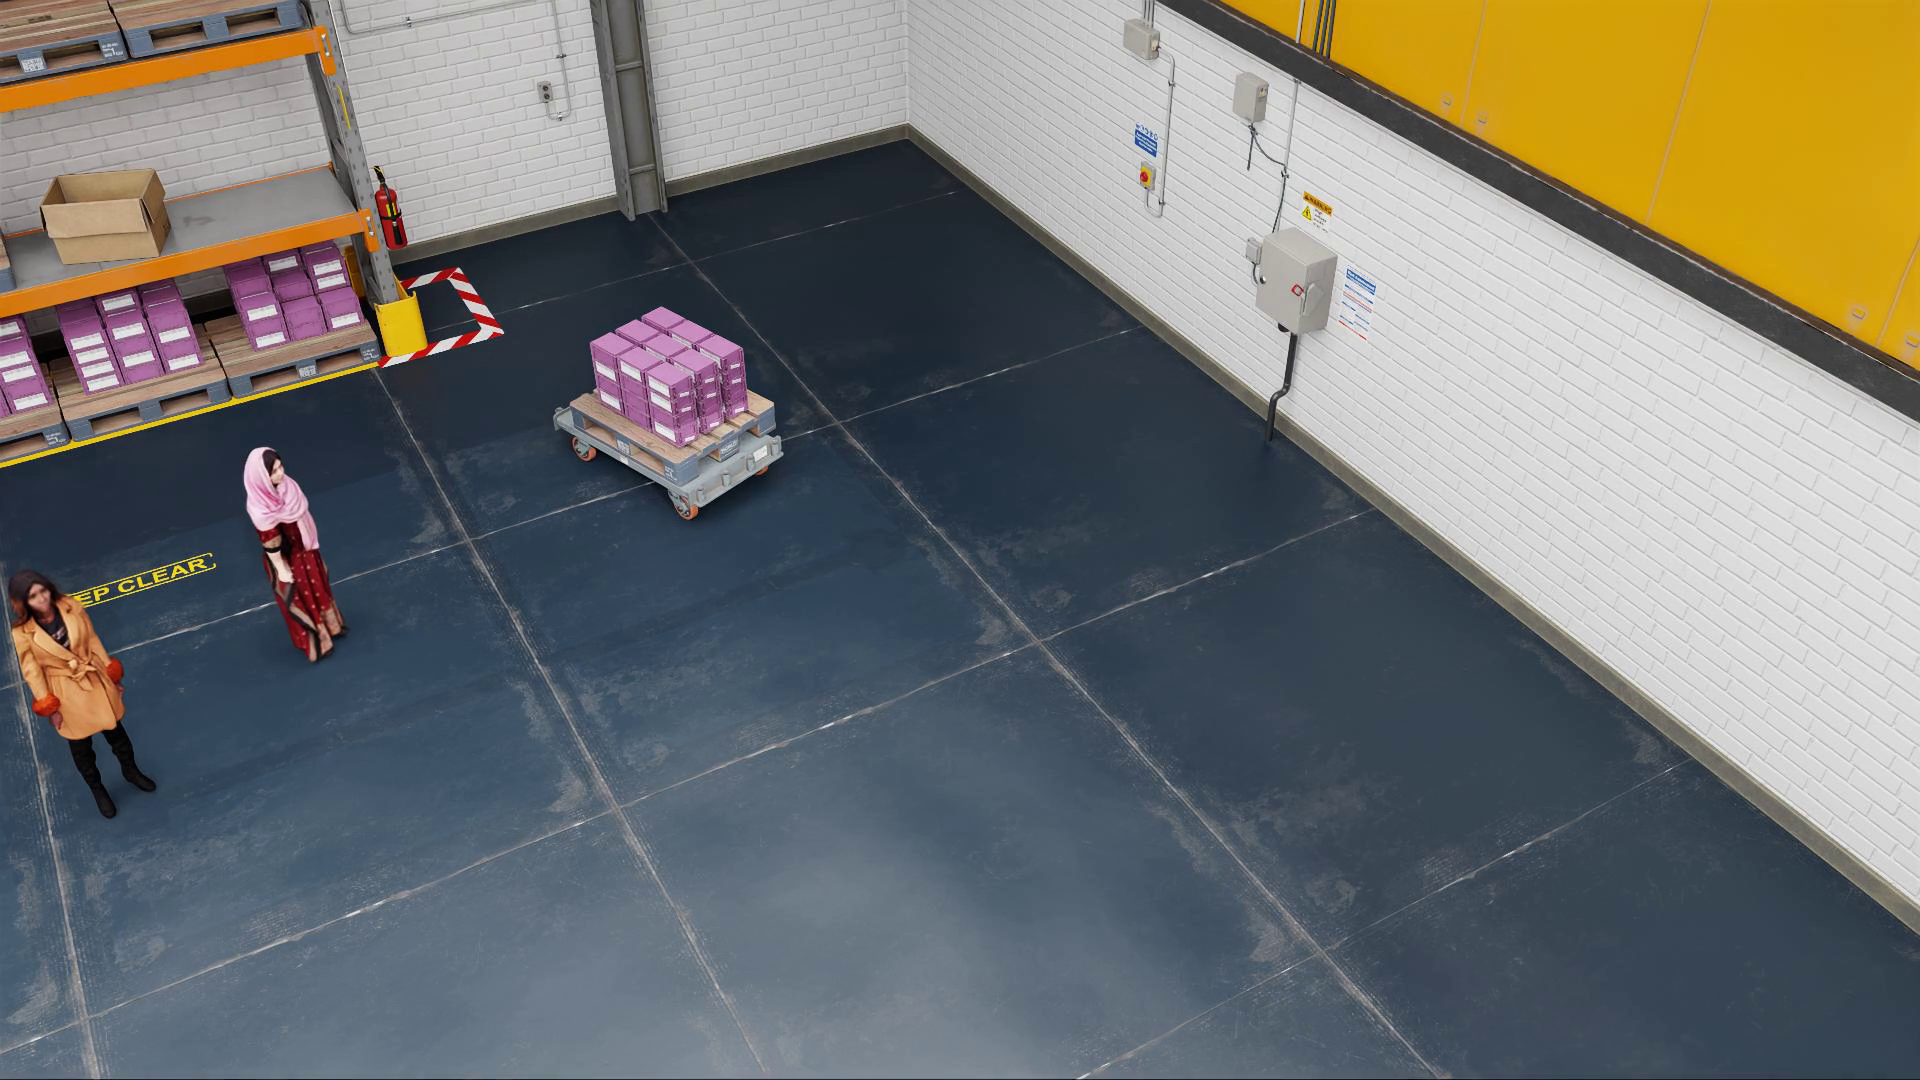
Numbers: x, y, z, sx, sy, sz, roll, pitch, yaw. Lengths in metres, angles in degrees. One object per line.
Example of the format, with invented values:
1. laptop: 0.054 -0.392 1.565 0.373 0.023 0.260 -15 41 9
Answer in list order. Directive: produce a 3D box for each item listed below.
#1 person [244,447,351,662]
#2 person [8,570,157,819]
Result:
1. person: -4.314 0.070 10.686 0.792 1.631 0.770 3 39 4
2. person: -5.096 0.877 9.610 0.819 1.715 0.668 26 45 29
